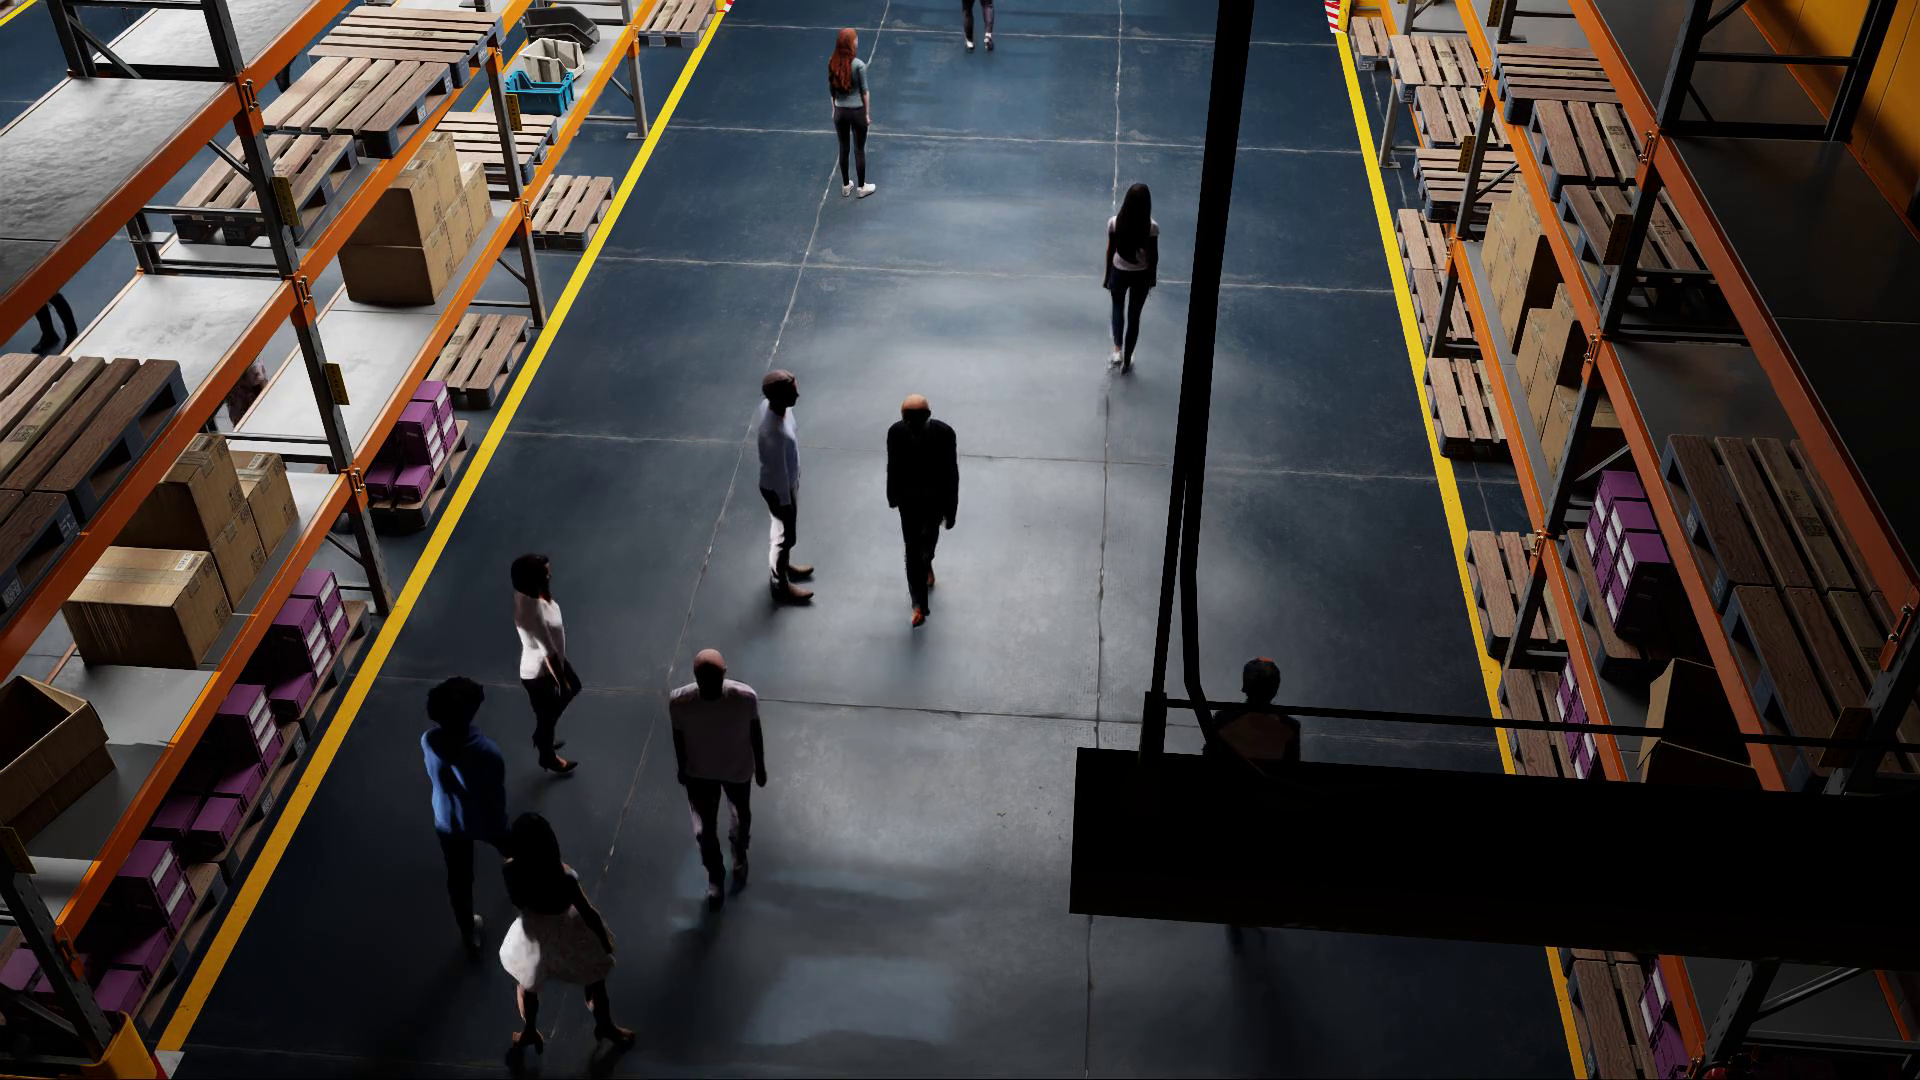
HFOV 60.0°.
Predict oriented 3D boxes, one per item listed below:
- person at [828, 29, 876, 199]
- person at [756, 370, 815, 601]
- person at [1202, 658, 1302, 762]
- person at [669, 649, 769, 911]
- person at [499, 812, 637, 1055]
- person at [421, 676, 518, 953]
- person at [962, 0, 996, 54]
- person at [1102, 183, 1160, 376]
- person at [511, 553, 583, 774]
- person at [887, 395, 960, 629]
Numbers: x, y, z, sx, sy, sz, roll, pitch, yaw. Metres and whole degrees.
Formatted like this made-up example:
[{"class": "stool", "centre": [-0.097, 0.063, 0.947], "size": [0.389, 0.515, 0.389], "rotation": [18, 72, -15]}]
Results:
[{"class": "person", "centre": [-1.111, -4.307, 16.821], "size": [0.636, 1.743, 0.635], "rotation": [16, 41, 19]}, {"class": "person", "centre": [-1.282, -0.394, 11.808], "size": [0.719, 1.886, 0.537], "rotation": [0, 39, 0]}, {"class": "person", "centre": [1.633, 1.498, 9.444], "size": [0.725, 1.880, 0.665], "rotation": [5, 39, 6]}, {"class": "person", "centre": [-1.406, 1.277, 9.766], "size": [0.774, 1.822, 0.816], "rotation": [-6, 39, -7]}, {"class": "person", "centre": [-2.069, 2.122, 8.761], "size": [0.839, 1.756, 0.619], "rotation": [15, 41, 18]}, {"class": "person", "centre": [-2.798, 1.609, 9.401], "size": [0.764, 1.759, 1.159], "rotation": [4, 39, 5]}, {"class": "person", "centre": [0.196, -6.615, 19.649], "size": [0.757, 1.822, 0.882], "rotation": [-4, 39, -5]}, {"class": "person", "centre": [1.432, -2.170, 14.129], "size": [0.636, 1.764, 0.609], "rotation": [8, 39, 10]}, {"class": "person", "centre": [-2.689, 0.822, 10.369], "size": [0.762, 1.781, 0.646], "rotation": [-8, 39, -10]}, {"class": "person", "centre": [-0.254, -0.352, 11.862], "size": [0.741, 1.753, 1.127], "rotation": [-1, 39, -1]}]
